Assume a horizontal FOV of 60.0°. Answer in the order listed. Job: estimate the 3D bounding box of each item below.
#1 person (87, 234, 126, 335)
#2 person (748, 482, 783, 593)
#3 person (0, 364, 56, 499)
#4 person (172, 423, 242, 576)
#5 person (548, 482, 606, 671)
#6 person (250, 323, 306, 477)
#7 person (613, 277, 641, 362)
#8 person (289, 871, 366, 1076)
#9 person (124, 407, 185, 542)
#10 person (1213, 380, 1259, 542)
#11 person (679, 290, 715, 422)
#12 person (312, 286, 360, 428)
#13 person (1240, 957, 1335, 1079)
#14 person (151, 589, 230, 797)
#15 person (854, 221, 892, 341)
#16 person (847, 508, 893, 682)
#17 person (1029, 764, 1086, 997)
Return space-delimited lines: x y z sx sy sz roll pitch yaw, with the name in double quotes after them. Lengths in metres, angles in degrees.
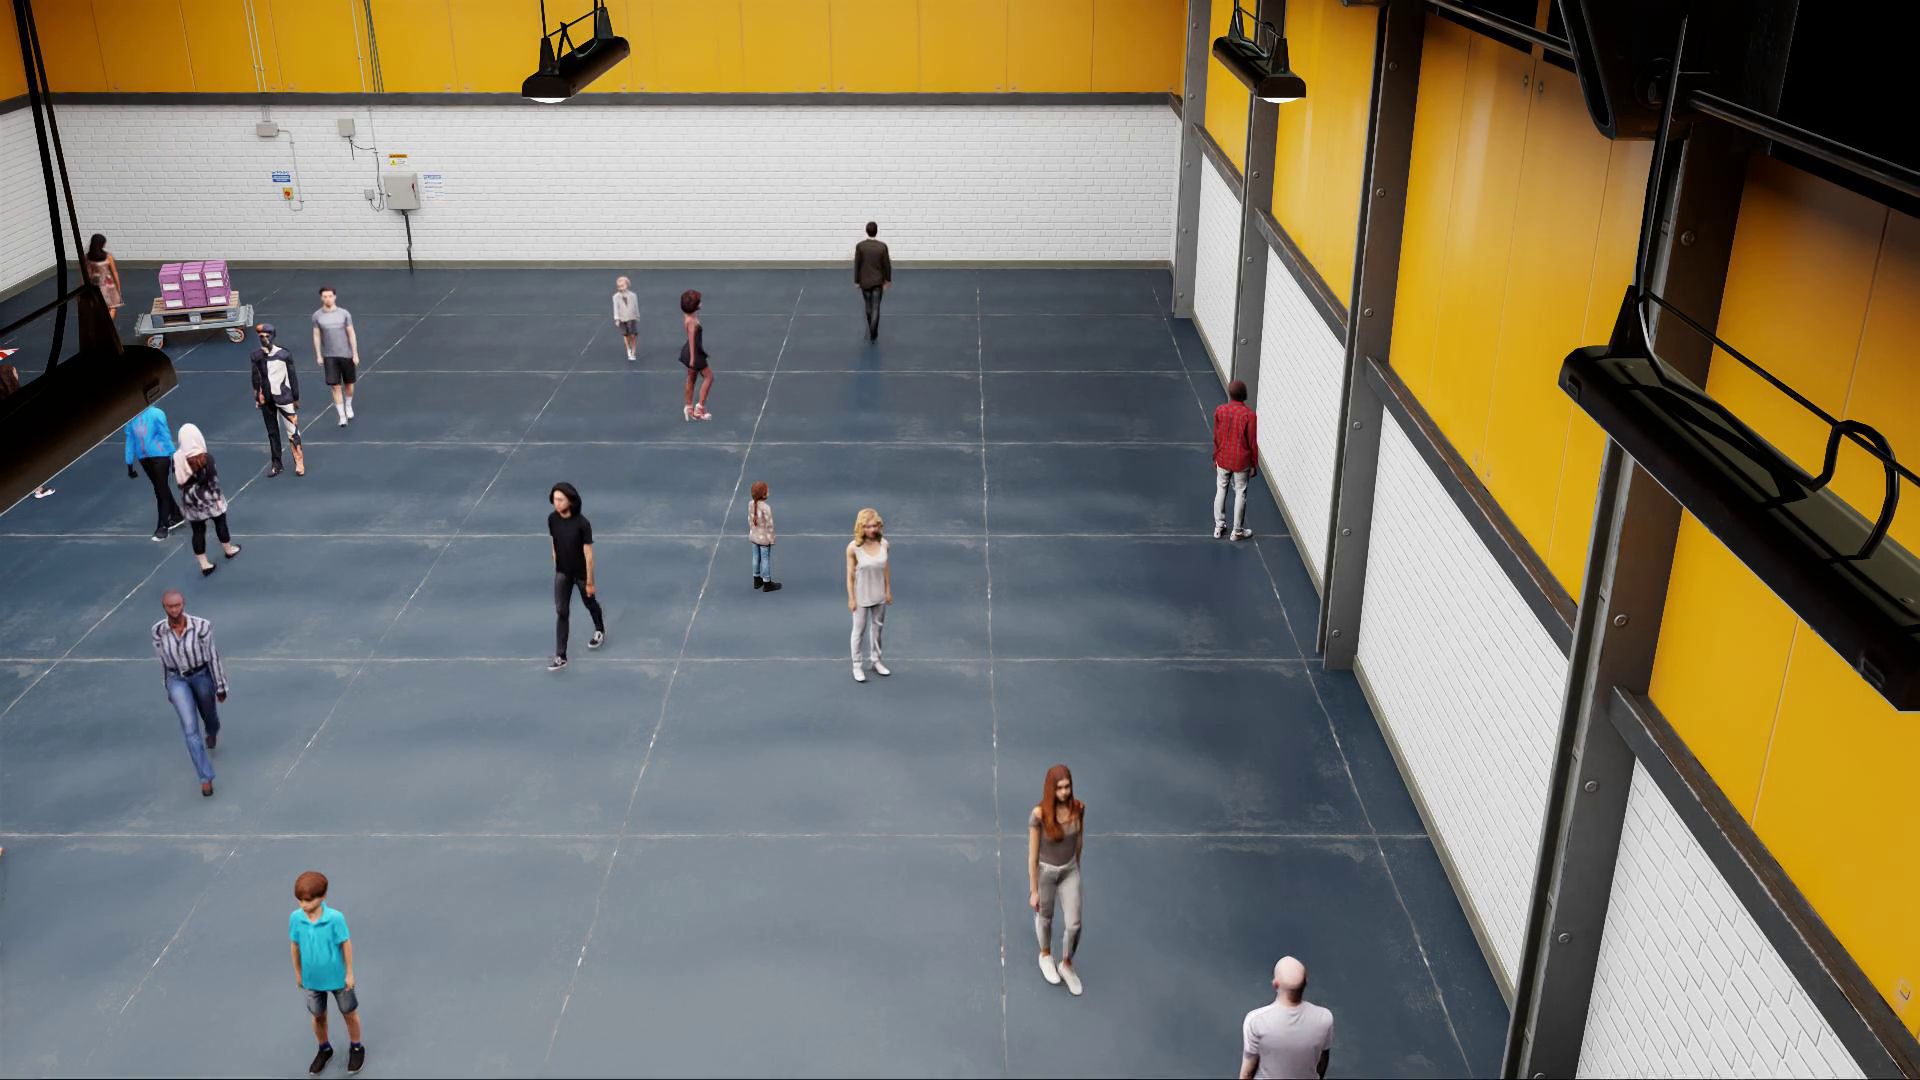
-13.045 -3.823 25.323 0.660 1.624 0.960 -3 24 -6 "person"
-2.060 -0.049 17.228 0.558 1.194 0.608 19 30 37 "person"
-11.039 -1.271 19.497 0.635 1.615 0.634 4 24 9 "person"
-8.026 -0.392 17.494 0.648 1.609 0.863 1 24 2 "person"
-3.596 0.278 15.733 0.922 1.792 1.248 8 25 17 "person"
-8.271 -1.712 20.159 0.688 1.893 0.593 -1 24 -3 "person"
-4.893 -3.286 24.564 0.557 1.248 0.844 -4 24 -9 "person"
-4.020 2.725 10.563 0.516 1.449 0.479 0 24 0 "person"
-8.917 -0.928 18.524 0.716 1.766 1.007 3 24 6 "person"
3.027 -0.892 18.378 0.754 1.817 0.759 14 27 30 "person"
-3.587 -2.404 21.890 0.713 1.775 0.661 -8 25 -18 "person"
-8.174 -2.444 21.913 0.917 1.829 1.230 -8 25 -17 "person"
1.784 3.096 9.233 0.675 1.835 0.611 -2 24 -6 "person"
-6.332 1.175 13.721 0.920 1.759 1.204 -9 25 -20 "person"
-1.338 -3.918 25.374 0.784 1.757 1.167 2 24 5 "person"
-0.844 0.482 15.418 0.680 1.670 0.688 -11 26 -24 "person"
0.610 2.253 11.322 0.691 1.707 0.759 -7 25 -15 "person"
